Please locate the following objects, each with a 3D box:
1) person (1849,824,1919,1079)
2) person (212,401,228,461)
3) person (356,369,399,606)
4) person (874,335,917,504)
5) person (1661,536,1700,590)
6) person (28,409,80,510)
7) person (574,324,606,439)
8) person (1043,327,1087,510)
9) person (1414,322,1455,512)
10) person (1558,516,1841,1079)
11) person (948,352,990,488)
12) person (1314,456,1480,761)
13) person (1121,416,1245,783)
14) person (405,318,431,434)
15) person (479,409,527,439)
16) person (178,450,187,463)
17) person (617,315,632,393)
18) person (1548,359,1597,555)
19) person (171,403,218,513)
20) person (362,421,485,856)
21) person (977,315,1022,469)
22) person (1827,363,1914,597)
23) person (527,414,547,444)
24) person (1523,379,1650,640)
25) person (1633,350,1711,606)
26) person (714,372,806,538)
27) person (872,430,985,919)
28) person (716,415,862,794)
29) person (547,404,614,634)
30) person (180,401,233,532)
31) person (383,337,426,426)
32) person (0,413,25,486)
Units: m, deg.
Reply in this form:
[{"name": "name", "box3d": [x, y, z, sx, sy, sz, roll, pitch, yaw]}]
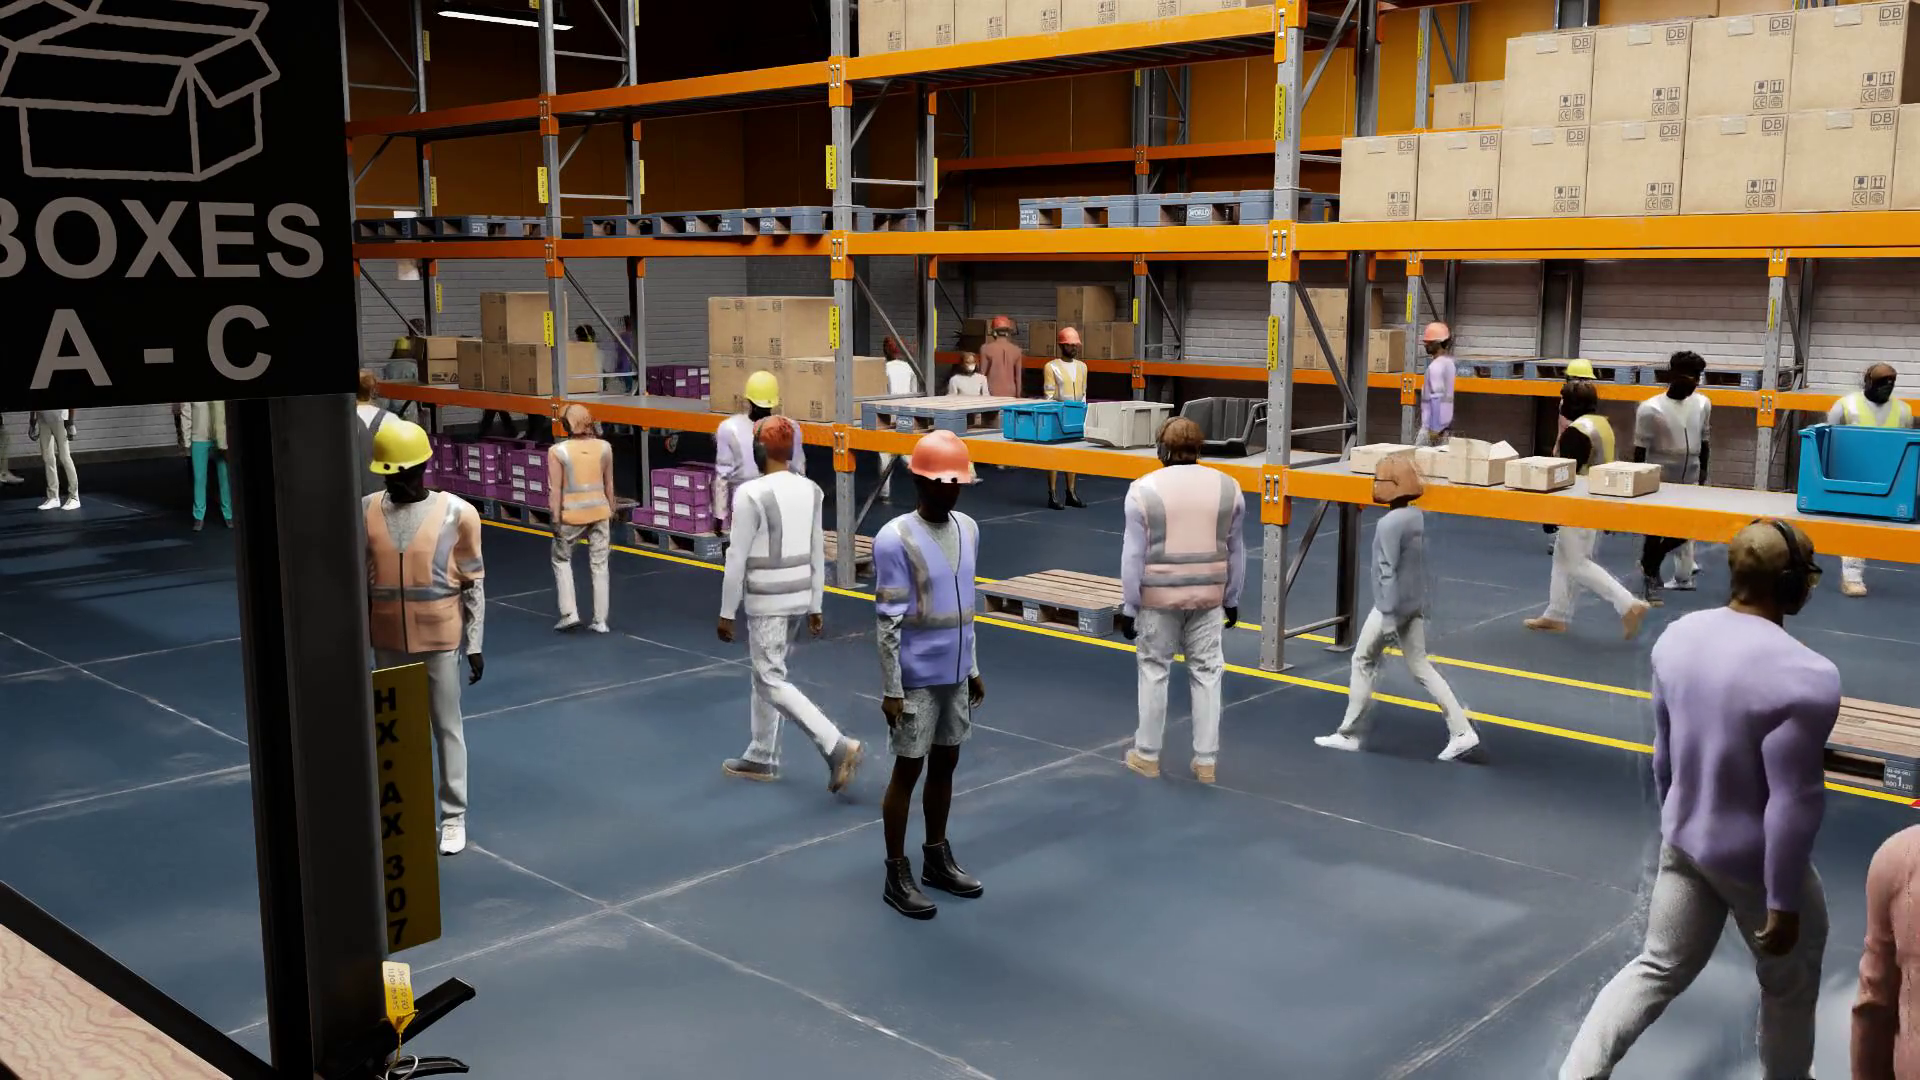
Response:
[{"name": "person", "box3d": [1.863, 1.171, 2.922, 1.035, 1.848, 0.668, -9, 13, -43]}, {"name": "person", "box3d": [-7.002, -0.994, 16.290, 0.477, 1.816, 0.617, 7, 11, 35]}, {"name": "person", "box3d": [-4.383, -0.347, 12.282, 0.544, 1.829, 0.406, -6, 11, -32]}, {"name": "person", "box3d": [-0.659, -1.276, 17.928, 0.584, 1.862, 0.758, -6, 11, -33]}, {"name": "person", "box3d": [5.728, -0.406, 13.260, 0.366, 1.624, 0.530, 4, 10, 24]}, {"name": "person", "box3d": [-9.654, -1.239, 17.678, 0.519, 1.862, 0.316, 2, 9, 9]}, {"name": "person", "box3d": [-4.734, -1.868, 21.552, 0.448, 1.848, 0.586, 4, 10, 22]}, {"name": "person", "box3d": [1.143, -1.293, 17.746, 0.545, 1.942, 0.352, -6, 11, -33]}, {"name": "person", "box3d": [5.022, -1.253, 17.288, 0.889, 2.016, 0.618, 6, 11, 31]}, {"name": "person", "box3d": [2.098, 0.870, 4.643, 1.002, 1.902, 0.639, -3, 10, -18]}, {"name": "person", "box3d": [0.123, -1.418, 19.605, 0.517, 1.584, 0.869, -5, 11, -30]}, {"name": "person", "box3d": [2.330, 0.359, 8.678, 0.829, 1.598, 0.515, 7, 11, 36]}, {"name": "person", "box3d": [1.098, 0.293, 8.376, 0.667, 1.831, 0.585, -2, 9, -10]}, {"name": "person", "box3d": [-7.269, -2.033, 22.389, 0.645, 1.907, 0.405, 4, 10, 25]}, {"name": "person", "box3d": [-6.723, -2.328, 24.324, 0.616, 1.858, 1.022, 6, 11, 31]}, {"name": "person", "box3d": [-9.778, -1.781, 21.563, 0.768, 1.670, 0.539, -9, 13, -43]}, {"name": "person", "box3d": [-5.235, -2.677, 26.538, 0.436, 1.835, 0.589, -8, 12, -39]}, {"name": "person", "box3d": [5.473, -0.734, 14.859, 0.330, 1.765, 0.533, 4, 10, 24]}, {"name": "person", "box3d": [-8.068, -1.152, 17.698, 0.555, 1.670, 0.735, -2, 10, -13]}, {"name": "person", "box3d": [-2.368, 0.432, 7.246, 0.588, 1.916, 0.392, 0, 9, 1]}, {"name": "person", "box3d": [0.529, -1.864, 21.137, 0.626, 1.975, 0.668, -5, 11, -28]}, {"name": "person", "box3d": [7.131, -0.461, 13.003, 0.667, 1.817, 0.789, 1, 9, 4]}, {"name": "person", "box3d": [-5.253, -1.809, 20.899, 0.647, 1.940, 0.854, 3, 10, 19]}, {"name": "person", "box3d": [4.354, -0.200, 11.459, 0.800, 1.811, 0.622, 6, 11, 34]}, {"name": "person", "box3d": [5.434, -0.486, 12.768, 0.678, 1.943, 0.547, -1, 9, -9]}, {"name": "person", "box3d": [-1.352, -0.211, 11.317, 0.645, 1.873, 0.528, -3, 10, -17]}, {"name": "person", "box3d": [-0.093, 0.522, 6.633, 0.368, 1.933, 0.552, 8, 12, 41]}, {"name": "person", "box3d": [-0.833, 0.320, 8.118, 0.821, 1.860, 0.586, 6, 11, 32]}, {"name": "person", "box3d": [-2.653, -0.141, 11.670, 0.535, 1.625, 0.465, -7, 11, -36]}, {"name": "person", "box3d": [-7.330, -0.967, 16.287, 0.526, 1.765, 0.329, -4, 10, -25]}, {"name": "person", "box3d": [-6.947, -1.670, 20.733, 0.495, 1.711, 0.740, 1, 9, 6]}, {"name": "person", "box3d": [-11.348, -1.545, 19.560, 0.699, 1.847, 0.569, -7, 11, -35]}]
